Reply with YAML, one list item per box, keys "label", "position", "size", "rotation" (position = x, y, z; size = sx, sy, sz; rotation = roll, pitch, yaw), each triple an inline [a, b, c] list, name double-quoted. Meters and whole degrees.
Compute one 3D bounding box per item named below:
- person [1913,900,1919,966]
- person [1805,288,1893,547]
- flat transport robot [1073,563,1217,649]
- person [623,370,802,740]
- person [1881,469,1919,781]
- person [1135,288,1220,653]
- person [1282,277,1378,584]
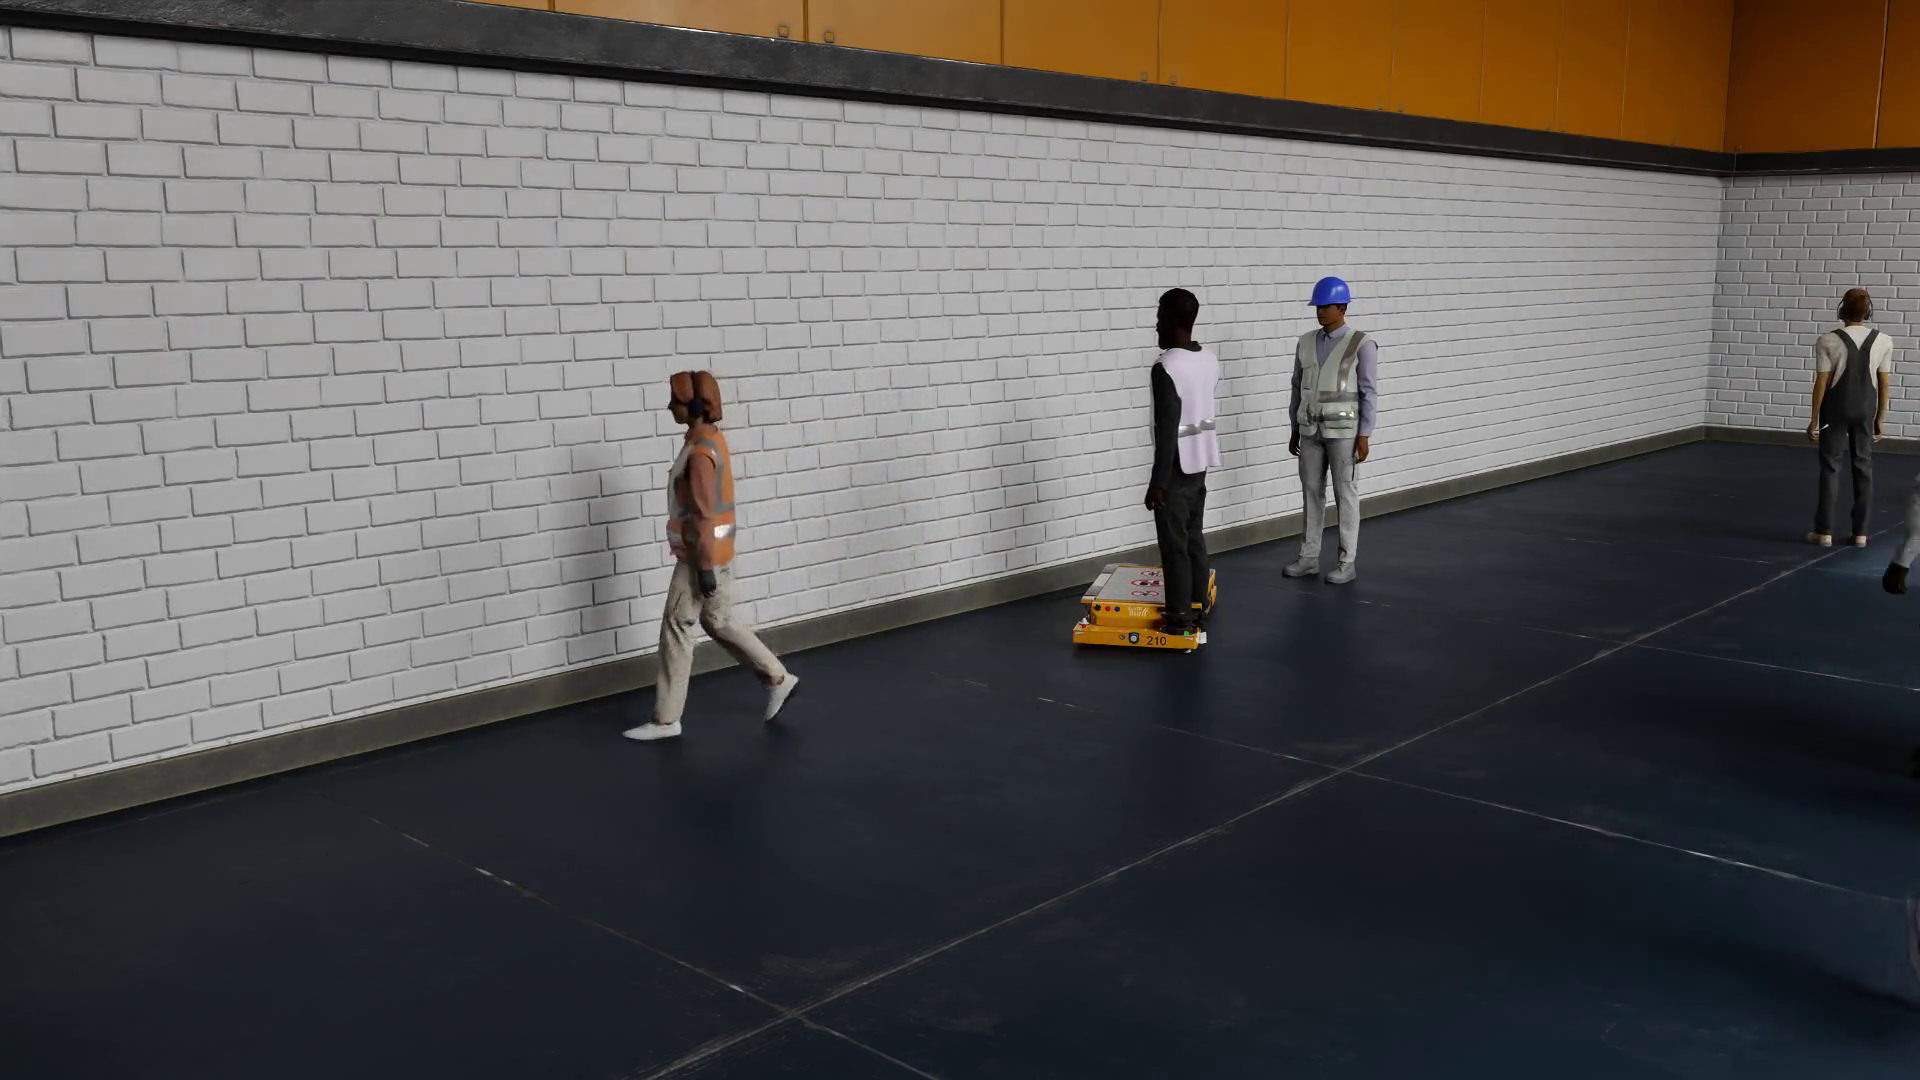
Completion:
- label: "person"
  position: [2.811, 0.485, 4.201]
  size: [0.566, 1.843, 0.635]
  rotation: [0, 10, 1]
- label: "person"
  position: [6.322, -0.865, 11.863]
  size: [0.506, 1.845, 0.344]
  rotation: [2, 10, 10]
- label: "flat transport robot"
  position: [1.072, 0.352, 9.410]
  size: [0.652, 0.197, 1.431]
  rotation: [2, 10, 13]
- label: "person"
  position: [-1.087, 0.062, 7.226]
  size: [0.725, 1.613, 0.527]
  rotation: [0, 10, -1]
- label: "person"
  position: [3.912, 0.041, 6.547]
  size: [0.540, 1.905, 0.558]
  rotation: [-6, 12, -30]
- label: "person"
  position: [1.167, -0.362, 8.788]
  size: [0.377, 1.917, 0.600]
  rotation: [6, 12, 31]
- label: "person"
  position: [2.359, -0.700, 10.628]
  size: [0.395, 1.945, 0.618]
  rotation: [-9, 13, -42]
